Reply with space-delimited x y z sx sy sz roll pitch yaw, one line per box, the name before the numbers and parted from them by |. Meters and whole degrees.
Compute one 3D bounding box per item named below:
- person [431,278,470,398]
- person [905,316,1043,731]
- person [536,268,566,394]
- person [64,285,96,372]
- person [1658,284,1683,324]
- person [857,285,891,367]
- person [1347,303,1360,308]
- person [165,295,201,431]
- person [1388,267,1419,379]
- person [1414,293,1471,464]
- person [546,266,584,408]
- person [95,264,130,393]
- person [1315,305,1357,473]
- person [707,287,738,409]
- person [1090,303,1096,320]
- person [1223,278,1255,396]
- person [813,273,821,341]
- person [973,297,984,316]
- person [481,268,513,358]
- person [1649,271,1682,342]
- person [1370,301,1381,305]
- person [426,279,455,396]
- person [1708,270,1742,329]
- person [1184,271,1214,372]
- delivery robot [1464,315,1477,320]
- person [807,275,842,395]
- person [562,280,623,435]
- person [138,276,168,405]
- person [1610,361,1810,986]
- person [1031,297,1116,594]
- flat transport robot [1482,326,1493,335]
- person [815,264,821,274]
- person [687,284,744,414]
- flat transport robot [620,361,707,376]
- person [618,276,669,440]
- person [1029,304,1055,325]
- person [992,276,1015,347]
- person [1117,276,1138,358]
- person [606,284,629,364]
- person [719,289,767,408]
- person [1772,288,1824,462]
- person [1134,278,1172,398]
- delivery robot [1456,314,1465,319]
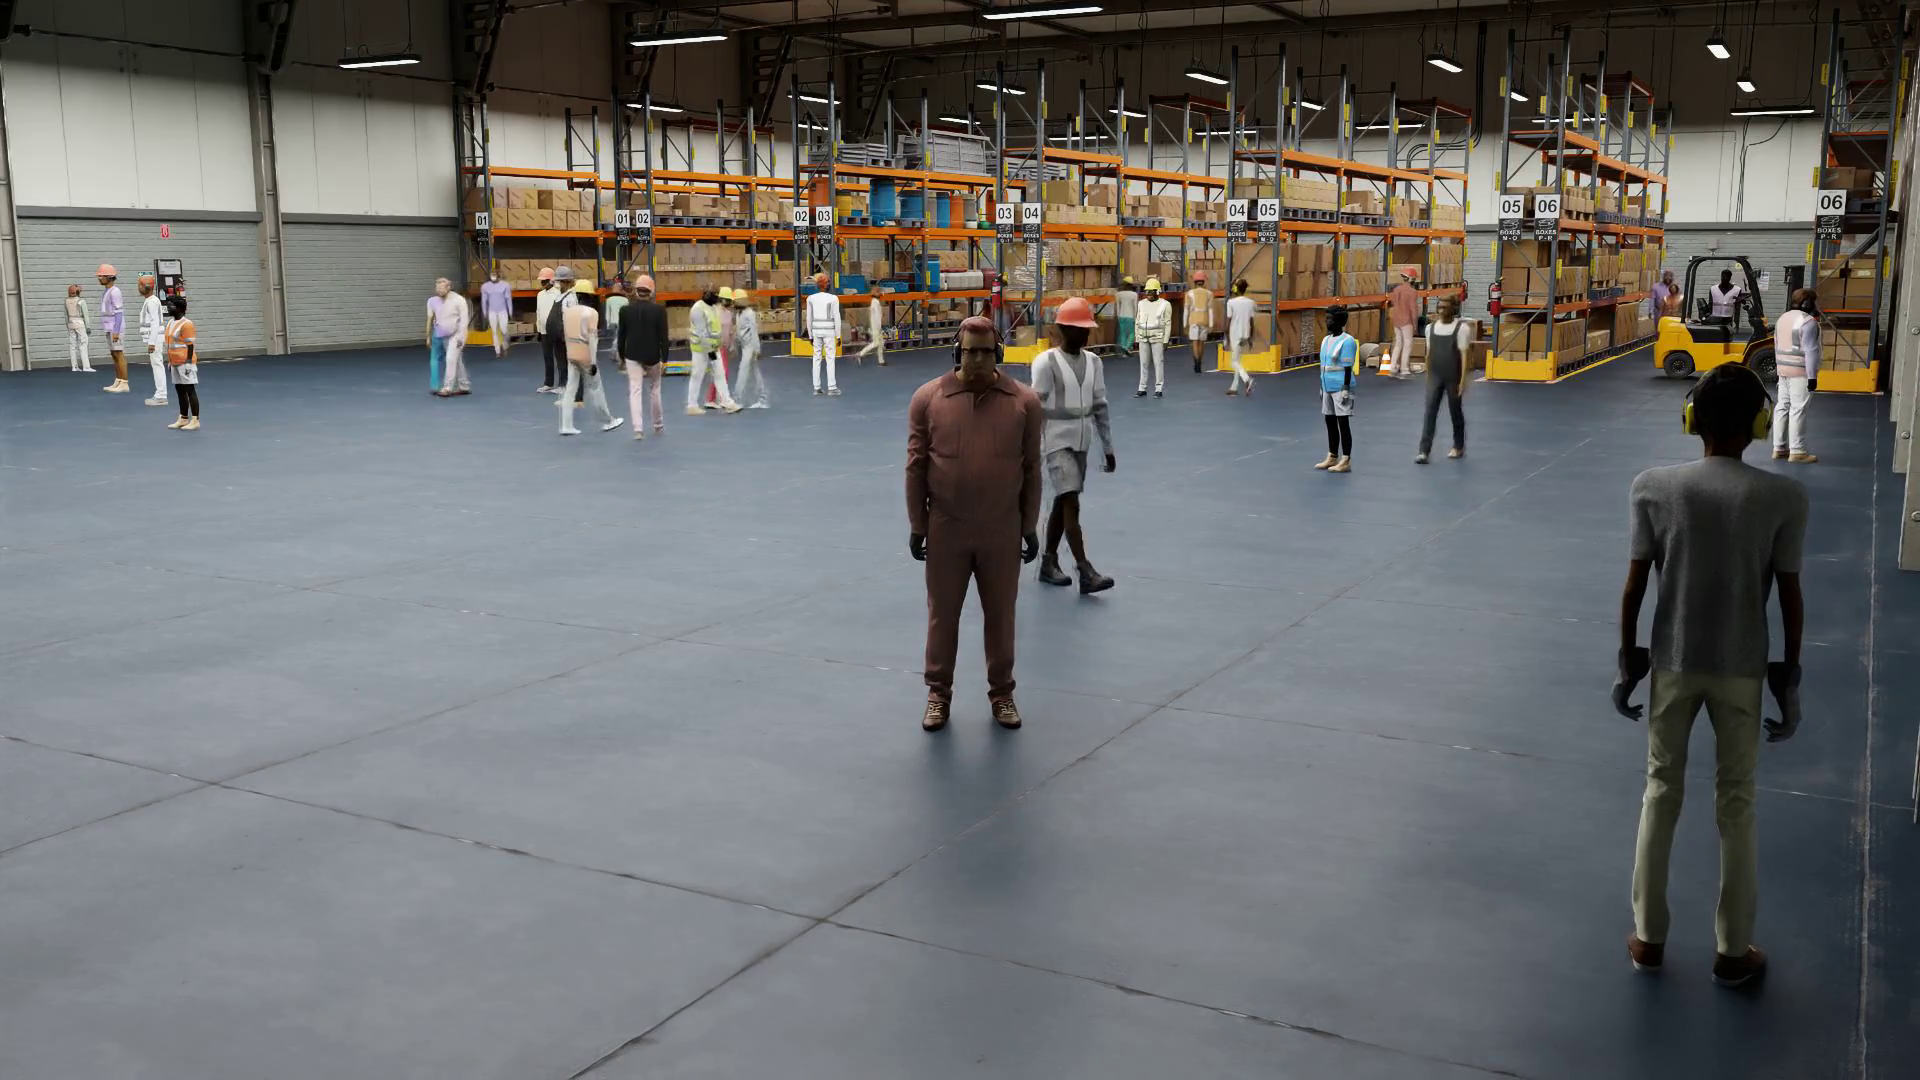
person | -7.895 -3.110 25.689 0.655 1.823 1.017 5 11 27
person | 0.069 -0.072 7.662 0.642 1.906 0.410 -1 10 -4
person | -6.495 -3.316 26.394 0.623 1.989 0.399 6 11 31
person | -16.555 -3.965 31.225 0.513 1.641 0.307 3 10 15
person | 15.136 -4.653 35.359 0.525 1.598 0.863 6 12 33
person | -1.687 -4.202 32.674 0.607 1.614 0.511 0 10 -3
person | 11.598 -7.173 49.308 0.996 1.886 0.552 7 12 35
person | -9.750 -2.216 20.819 0.535 1.697 0.318 7 12 37
person | 7.880 -3.827 29.407 0.406 1.989 0.621 -4 11 -23
person | 5.158 -1.714 17.632 0.516 1.794 0.981 7 12 36
person | -5.659 -2.902 23.832 0.537 2.000 0.689 -6 11 -30
person | -13.530 -3.366 26.535 0.377 2.045 0.605 -7 12 -37
person | 3.802 -1.527 16.809 0.321 1.689 0.530 -4 10 -21
person | -3.321 -2.712 23.586 0.724 1.727 0.539 4 10 21
person | 3.453 -6.451 44.979 0.556 1.901 0.850 5 11 28
person | 4.342 -3.133 25.752 0.530 1.848 0.721 -5 11 -27
person | -3.268 -5.353 38.924 0.607 1.792 0.915 4 10 20
person | 0.462 -7.055 49.357 0.538 1.613 0.485 3 10 16
person | -9.856 -4.821 35.383 0.644 1.924 0.484 -1 10 -6
person | 15.787 -5.100 37.260 0.643 1.862 1.003 5 11 27
person | 11.359 -6.437 44.969 0.654 1.888 0.642 7 12 37
person | -8.116 -3.162 26.047 0.610 1.817 0.700 -8 12 -38
person | 14.988 -4.348 32.671 0.587 1.913 0.390 5 11 29
person | 4.496 -4.094 31.243 0.556 1.904 0.866 -1 10 -3
delivery robot | 13.889 -5.917 45.549 0.707 0.478 0.477 -2 10 -11
person | -2.119 -3.204 26.061 0.577 1.883 0.353 4 10 22
person | -4.577 -2.238 20.409 0.608 1.875 0.969 6 11 31
person | -11.826 -2.914 24.361 0.356 1.884 0.572 -5 11 -25
person | 2.244 0.402 5.001 0.534 1.864 0.309 5 11 29
person | 0.792 -0.599 10.741 0.575 1.900 0.902 -8 12 -38
flat transport robot | 14.662 -5.761 45.740 0.652 0.197 1.431 1 10 7
person | -4.024 -6.929 47.625 0.606 1.966 0.367 8 13 40
person | -3.400 -2.599 22.788 0.860 1.794 0.635 4 10 20
flat transport robot | -5.427 -3.150 30.454 1.431 0.197 0.652 -6 12 -33
person | -3.786 -2.180 19.924 0.624 1.942 1.016 0 10 -3
person | 1.872 -5.227 37.767 0.626 1.933 0.358 0 10 -1
person | 0.986 -5.080 37.496 0.550 1.729 0.846 1 10 8
person | 3.569 -4.744 35.473 0.525 1.755 0.369 6 11 31
person | -6.900 -4.383 33.755 0.519 1.618 0.534 4 10 22
person | -3.122 -2.705 23.650 0.853 1.698 0.487 -5 11 -27
person | 8.919 -1.752 17.687 0.429 1.844 0.635 -1 10 -6
person | 2.938 -3.085 25.512 0.588 1.833 0.404 6 11 31
delivery robot | 13.885 -6.014 46.118 0.477 0.478 0.707 -3 10 -20
